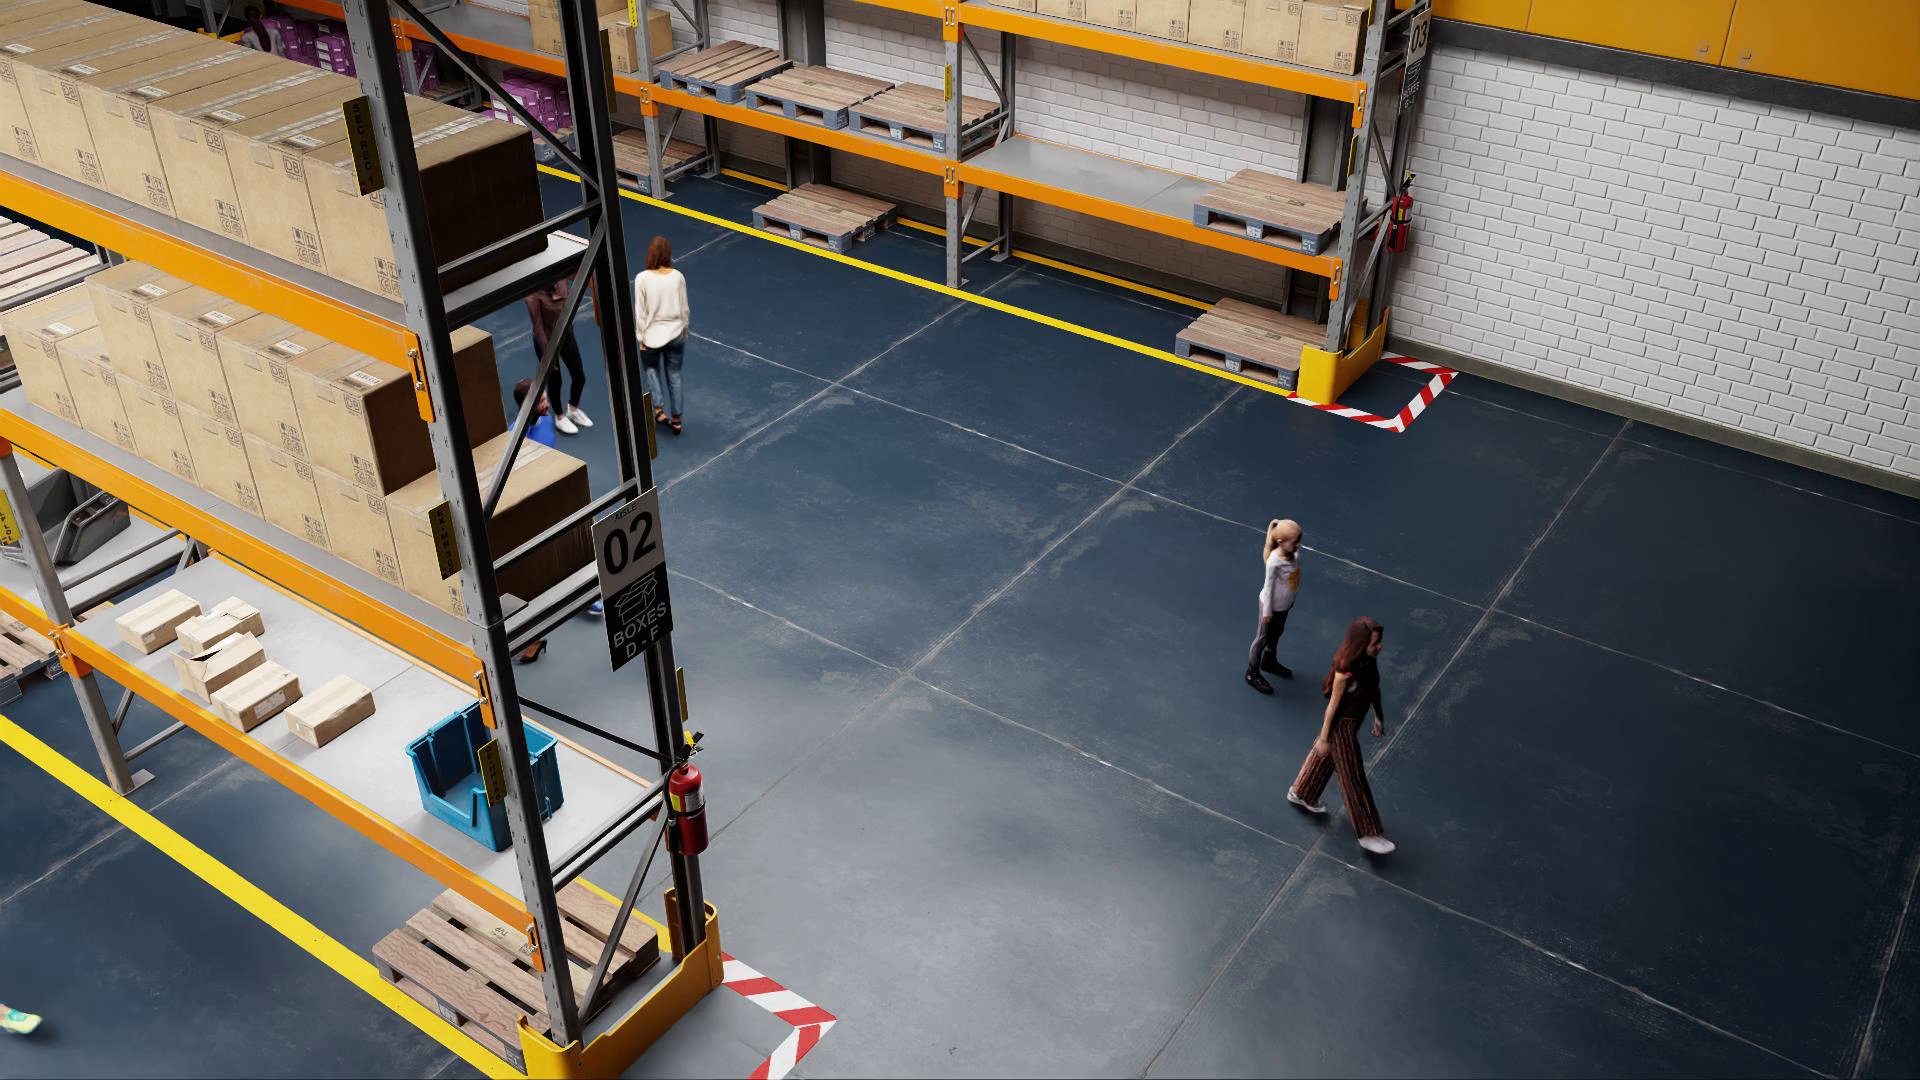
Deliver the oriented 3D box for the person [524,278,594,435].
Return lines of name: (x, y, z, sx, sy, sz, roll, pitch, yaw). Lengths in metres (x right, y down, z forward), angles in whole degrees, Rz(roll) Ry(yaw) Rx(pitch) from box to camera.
person: (-3.394, -1.637, 13.669, 0.587, 1.682, 0.638, 24, 40, 31)

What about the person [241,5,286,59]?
person: (-7.976, -5.336, 19.237, 0.668, 1.678, 0.650, -26, 42, -33)

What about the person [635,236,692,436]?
person: (-2.436, -1.634, 13.699, 0.803, 1.642, 0.850, -18, 38, -25)

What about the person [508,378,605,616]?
person: (-2.999, -0.275, 11.483, 1.237, 1.832, 0.743, 15, 36, 21)

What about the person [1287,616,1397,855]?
person: (2.183, 1.055, 9.760, 1.024, 1.525, 0.637, 27, 42, 34)

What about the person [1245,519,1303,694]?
person: (2.074, 0.405, 10.963, 0.509, 1.275, 0.504, 27, 42, 34)
